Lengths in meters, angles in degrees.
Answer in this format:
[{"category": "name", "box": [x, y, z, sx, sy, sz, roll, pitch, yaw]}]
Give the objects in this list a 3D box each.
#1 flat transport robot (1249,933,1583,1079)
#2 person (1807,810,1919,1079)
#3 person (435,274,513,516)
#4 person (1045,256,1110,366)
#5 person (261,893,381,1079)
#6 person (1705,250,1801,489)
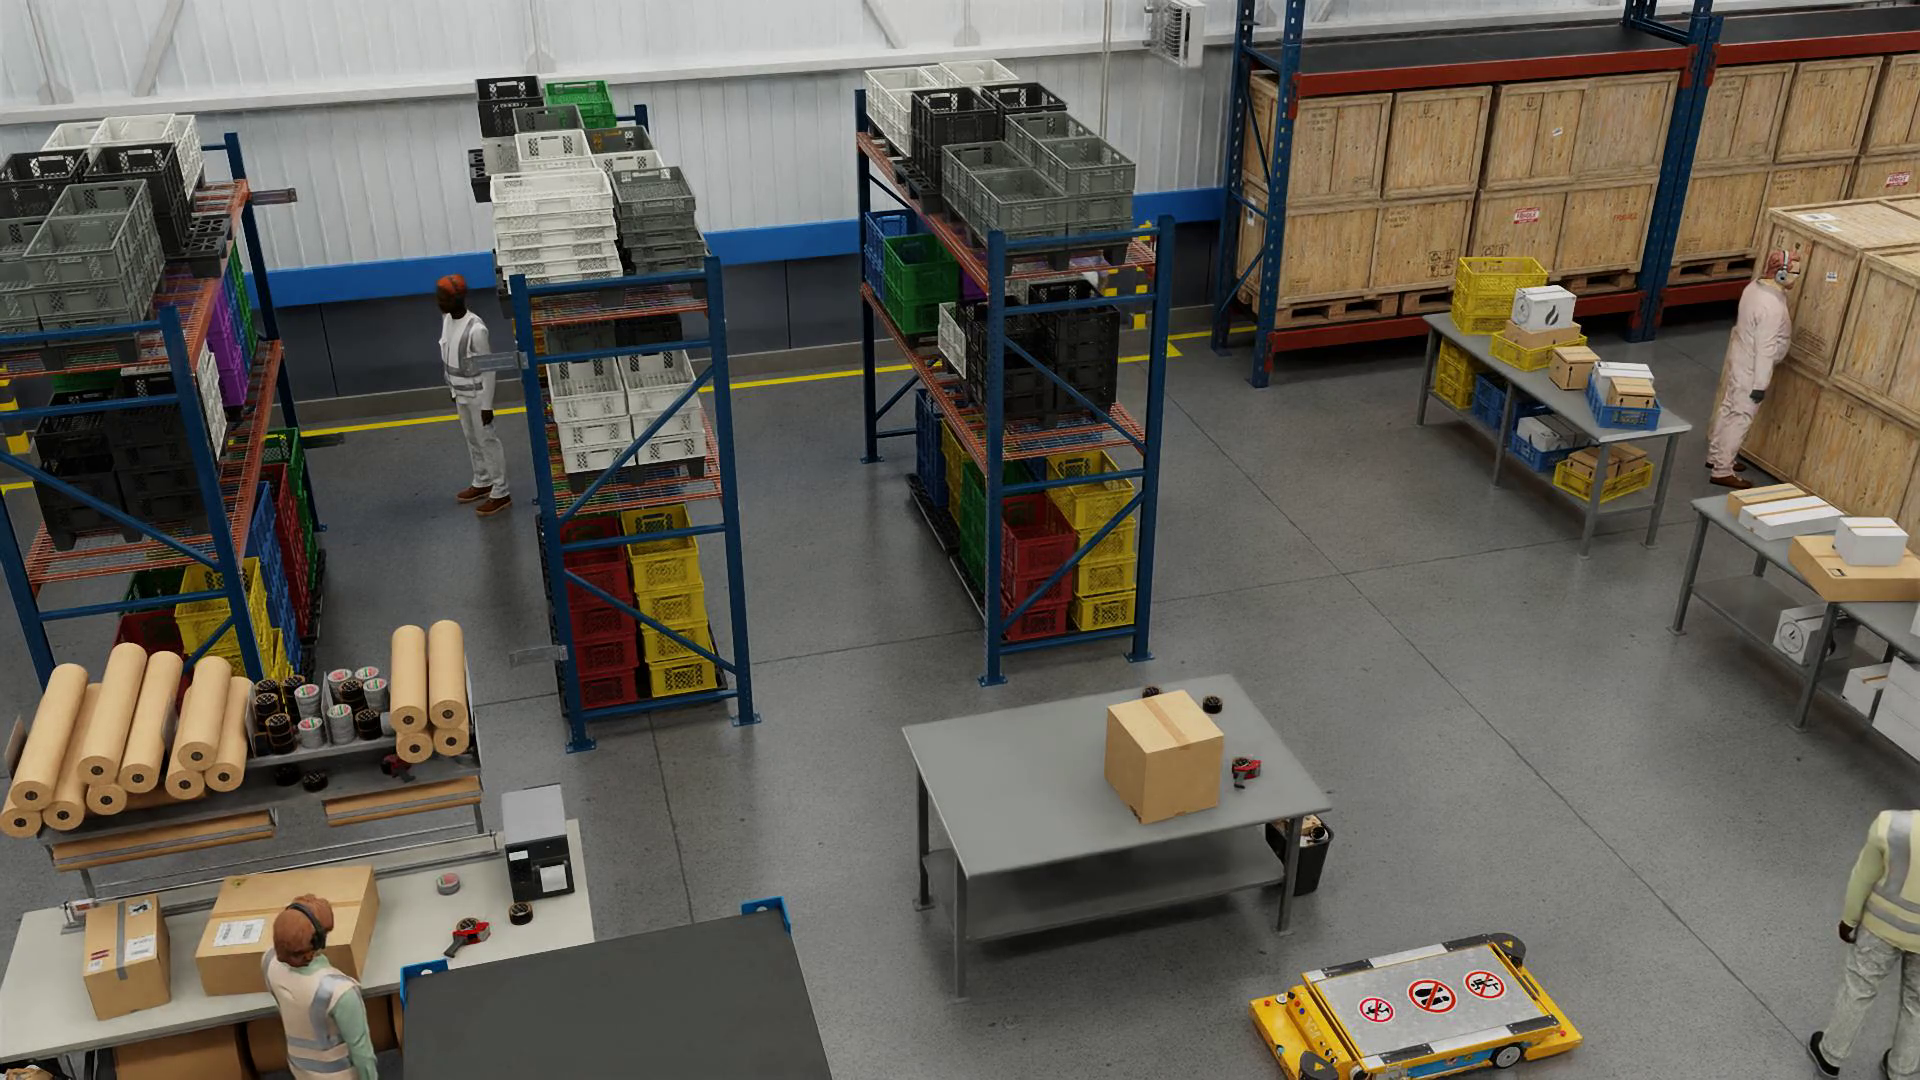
[{"category": "flat transport robot", "box": [2.184, 2.282, 7.980, 1.431, 0.197, 0.652, -8, 30, -14]}, {"category": "person", "box": [4.261, 1.704, 7.431, 0.589, 1.824, 0.403, 11, 31, 19]}, {"category": "person", "box": [-3.663, -1.094, 12.460, 0.339, 1.883, 0.584, -23, 36, -35]}, {"category": "person", "box": [1.048, -2.451, 14.888, 0.634, 1.931, 0.363, 8, 30, 13]}, {"category": "person", "box": [-2.571, 2.148, 6.822, 0.517, 1.633, 0.311, 17, 33, 28]}, {"category": "person", "box": [6.165, -1.329, 12.882, 0.402, 1.900, 0.636, 5, 29, 9]}]
